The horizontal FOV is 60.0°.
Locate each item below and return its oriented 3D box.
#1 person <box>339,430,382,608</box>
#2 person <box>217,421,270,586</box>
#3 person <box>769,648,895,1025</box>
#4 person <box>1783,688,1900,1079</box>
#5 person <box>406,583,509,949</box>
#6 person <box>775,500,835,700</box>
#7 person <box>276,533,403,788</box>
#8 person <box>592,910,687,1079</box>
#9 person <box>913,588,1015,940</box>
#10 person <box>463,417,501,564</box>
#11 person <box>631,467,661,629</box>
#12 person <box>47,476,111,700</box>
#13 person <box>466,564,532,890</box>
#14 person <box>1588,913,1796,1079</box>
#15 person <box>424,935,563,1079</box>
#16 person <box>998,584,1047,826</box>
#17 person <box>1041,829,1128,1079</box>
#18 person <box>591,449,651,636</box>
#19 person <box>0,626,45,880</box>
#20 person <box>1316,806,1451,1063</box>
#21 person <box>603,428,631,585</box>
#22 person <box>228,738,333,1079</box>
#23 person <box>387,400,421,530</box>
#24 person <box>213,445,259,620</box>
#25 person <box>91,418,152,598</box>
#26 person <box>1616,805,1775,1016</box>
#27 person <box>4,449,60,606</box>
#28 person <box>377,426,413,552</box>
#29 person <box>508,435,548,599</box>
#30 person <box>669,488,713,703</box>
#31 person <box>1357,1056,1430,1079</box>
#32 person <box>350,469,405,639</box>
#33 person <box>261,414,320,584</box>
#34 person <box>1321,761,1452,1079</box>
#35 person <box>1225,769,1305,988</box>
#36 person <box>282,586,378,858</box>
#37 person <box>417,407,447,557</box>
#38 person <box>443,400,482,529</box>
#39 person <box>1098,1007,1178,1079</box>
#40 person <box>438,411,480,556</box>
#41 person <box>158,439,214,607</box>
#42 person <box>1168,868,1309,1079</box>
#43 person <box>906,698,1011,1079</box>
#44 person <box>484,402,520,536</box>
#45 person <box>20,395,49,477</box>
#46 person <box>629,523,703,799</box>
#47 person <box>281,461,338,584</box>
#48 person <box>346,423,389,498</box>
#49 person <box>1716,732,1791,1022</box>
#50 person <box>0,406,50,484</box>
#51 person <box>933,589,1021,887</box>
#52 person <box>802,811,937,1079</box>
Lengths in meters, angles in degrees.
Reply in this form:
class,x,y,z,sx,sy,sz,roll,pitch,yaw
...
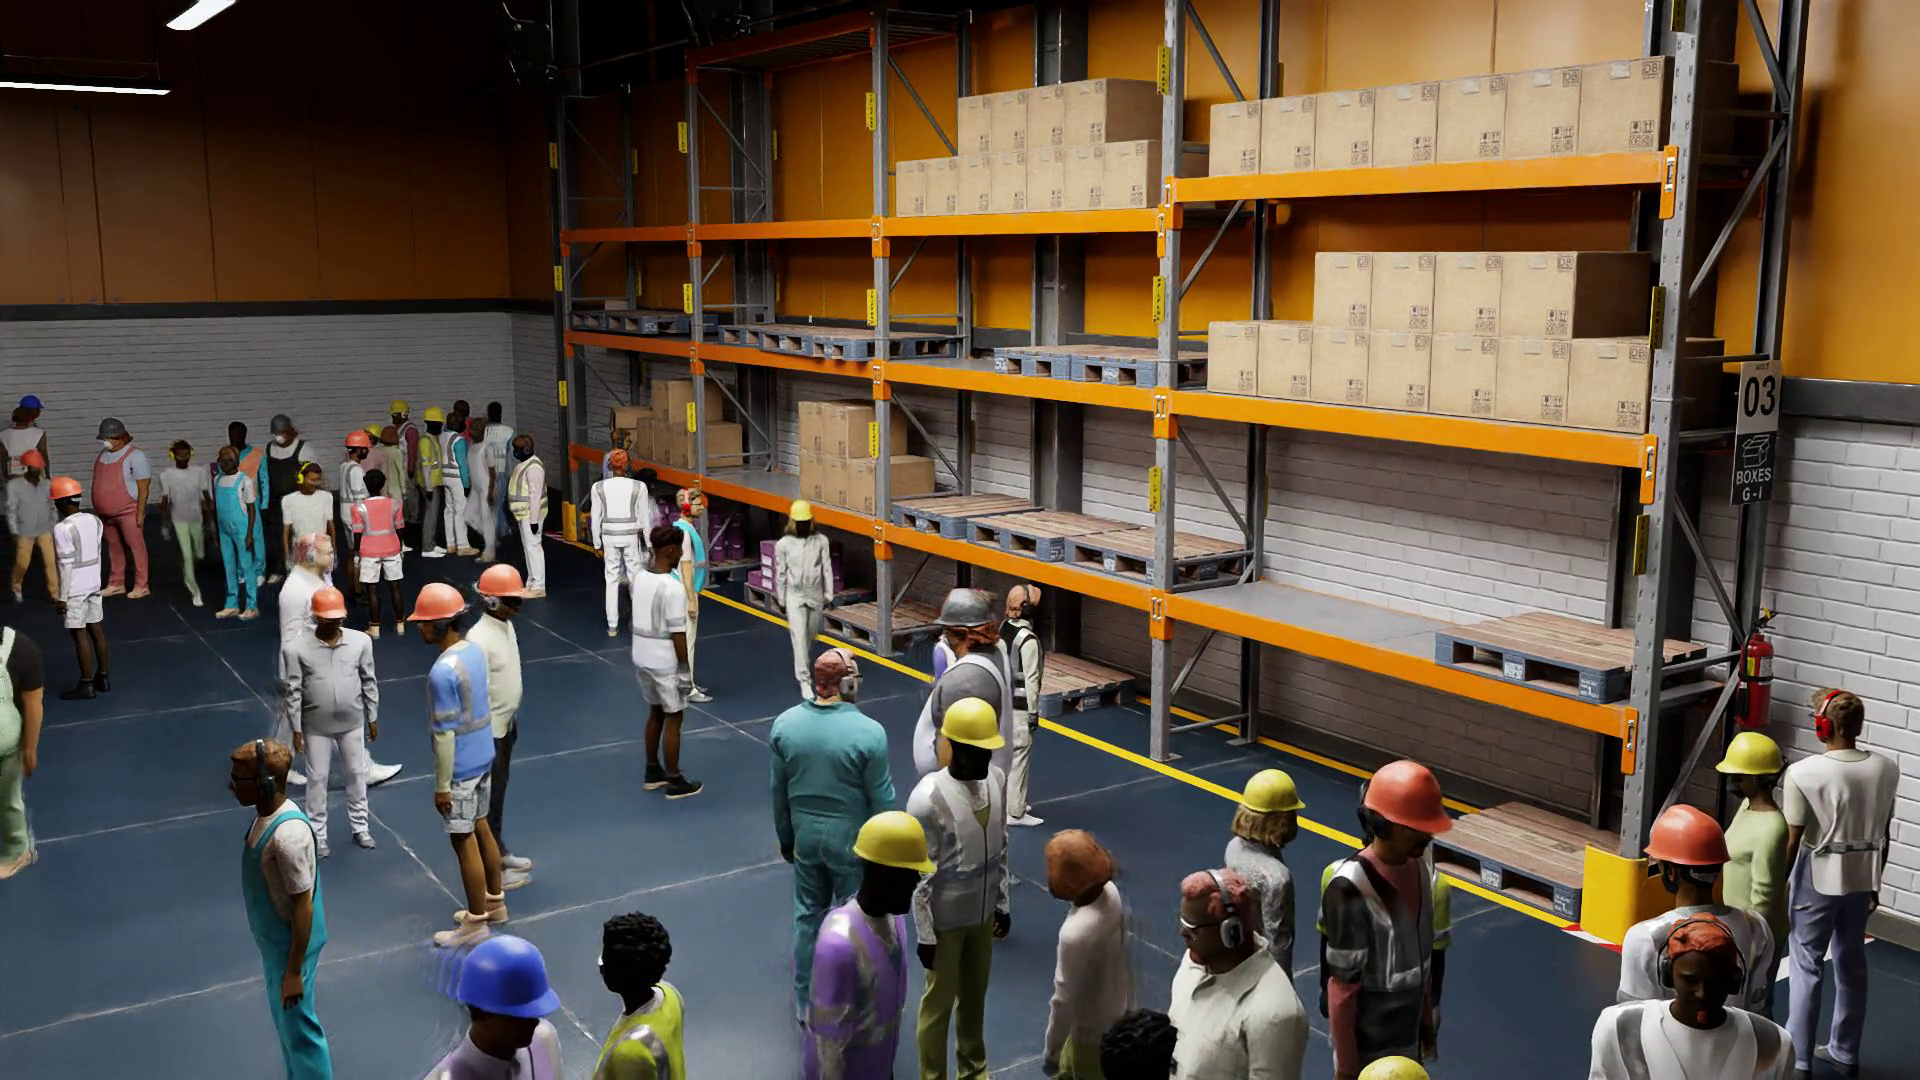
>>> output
class,x,y,z,sx,sy,sz,roll,pitch,yaw
person,-6.527,-0.228,18.090,0.389,1.930,0.544,-6,12,-33
person,-8.278,-0.422,19.250,0.590,1.920,0.398,1,10,4
person,-0.602,1.468,8.200,0.648,1.904,0.401,4,11,24
person,4.009,1.597,7.642,0.563,1.838,0.387,-2,10,-12
person,-2.797,1.237,9.198,0.426,2.032,0.608,0,10,2
person,-1.381,0.474,14.578,0.483,1.713,0.827,-4,10,-22
person,-4.529,0.869,11.870,1.026,1.849,0.664,-1,10,-5
person,-1.034,2.036,5.472,0.321,1.697,0.529,0,10,0
person,0.010,1.256,9.046,0.536,2.000,0.681,4,10,20
person,-5.949,-0.617,20.642,0.550,1.831,0.400,8,13,40
person,-3.164,0.099,16.888,0.453,1.679,0.530,3,10,19
person,-7.602,0.412,14.317,0.362,1.934,0.543,1,10,5
person,-2.771,1.125,10.043,0.473,1.982,0.609,0,10,0
person,2.161,2.026,4.988,0.584,1.882,0.346,2,10,11
person,-1.221,2.051,4.710,0.765,1.919,0.634,5,11,25
person,0.399,1.103,11.155,0.314,1.629,0.509,-4,10,-20
person,0.458,1.897,6.508,0.544,1.607,0.521,4,10,22
person,-3.397,0.029,16.709,0.581,1.882,0.339,-1,10,-4
person,-5.778,1.129,9.793,0.732,2.000,0.992,-4,10,-22
person,1.699,1.830,6.722,0.533,1.690,0.323,4,10,21
person,-3.955,-0.388,19.310,0.352,1.835,0.518,-7,12,-34
person,-2.817,1.714,6.929,0.328,1.844,0.513,-6,11,-31
person,-7.767,-1.053,23.240,0.403,1.825,0.593,-8,12,-39
person,-7.620,-0.079,17.457,0.508,1.847,0.345,3,10,17
person,-9.383,-0.361,18.534,0.674,2.000,0.535,3,10,19
person,2.501,1.868,5.794,0.543,1.929,0.386,-2,10,-10
person,-10.065,-0.129,18.067,0.708,1.731,0.580,8,12,38
person,-7.337,-0.653,21.448,0.503,1.631,0.283,4,11,25
person,-4.828,-0.267,18.606,0.429,1.837,0.630,-4,11,-24
person,-2.346,0.467,14.243,0.388,1.847,0.563,-2,10,-13
person,1.109,2.199,4.416,0.320,1.738,0.483,-3,10,-17
person,-5.805,0.138,16.614,0.536,1.696,0.321,-8,12,-38
person,-7.910,-0.561,19.708,0.693,2.000,1.010,0,10,0
person,1.555,1.776,6.044,0.410,2.030,0.611,9,13,44
person,1.241,1.787,6.825,0.318,1.742,0.487,-2,10,-11
person,-3.978,1.143,10.578,0.566,1.744,0.350,-6,12,-33
person,-6.683,-0.739,21.142,0.400,1.916,0.580,-1,10,-8
person,-6.864,-1.021,23.044,0.632,1.835,0.431,-9,13,-42
person,0.478,2.161,4.773,0.320,1.692,0.536,-7,12,-36
person,-6.415,-0.725,21.261,0.429,1.841,0.633,-9,13,-43
person,-8.498,-0.217,18.289,0.570,1.836,0.766,-7,12,-37
person,0.830,1.965,5.324,0.401,1.894,0.658,-3,10,-18
person,0.023,1.617,7.286,0.397,1.920,0.587,8,13,41
person,-6.222,-0.918,22.323,0.608,1.873,1.002,1,10,6
person,-12.508,-0.984,22.466,0.395,1.945,0.618,-4,10,-21
person,-2.085,0.851,11.699,0.405,1.959,0.647,-9,13,-42
person,-6.243,0.162,16.035,0.516,1.844,0.626,-6,11,-32
person,-7.482,-0.614,20.999,0.545,1.717,0.899,-3,10,-18
person,3.439,1.698,7.280,0.341,1.760,0.525,3,10,16
person,-12.356,-0.846,22.002,0.564,1.834,0.409,-2,10,-11
person,0.013,1.177,10.184,0.575,1.820,0.791,-8,13,-39
person,-0.366,1.876,5.844,0.602,1.897,0.611,3,10,18
